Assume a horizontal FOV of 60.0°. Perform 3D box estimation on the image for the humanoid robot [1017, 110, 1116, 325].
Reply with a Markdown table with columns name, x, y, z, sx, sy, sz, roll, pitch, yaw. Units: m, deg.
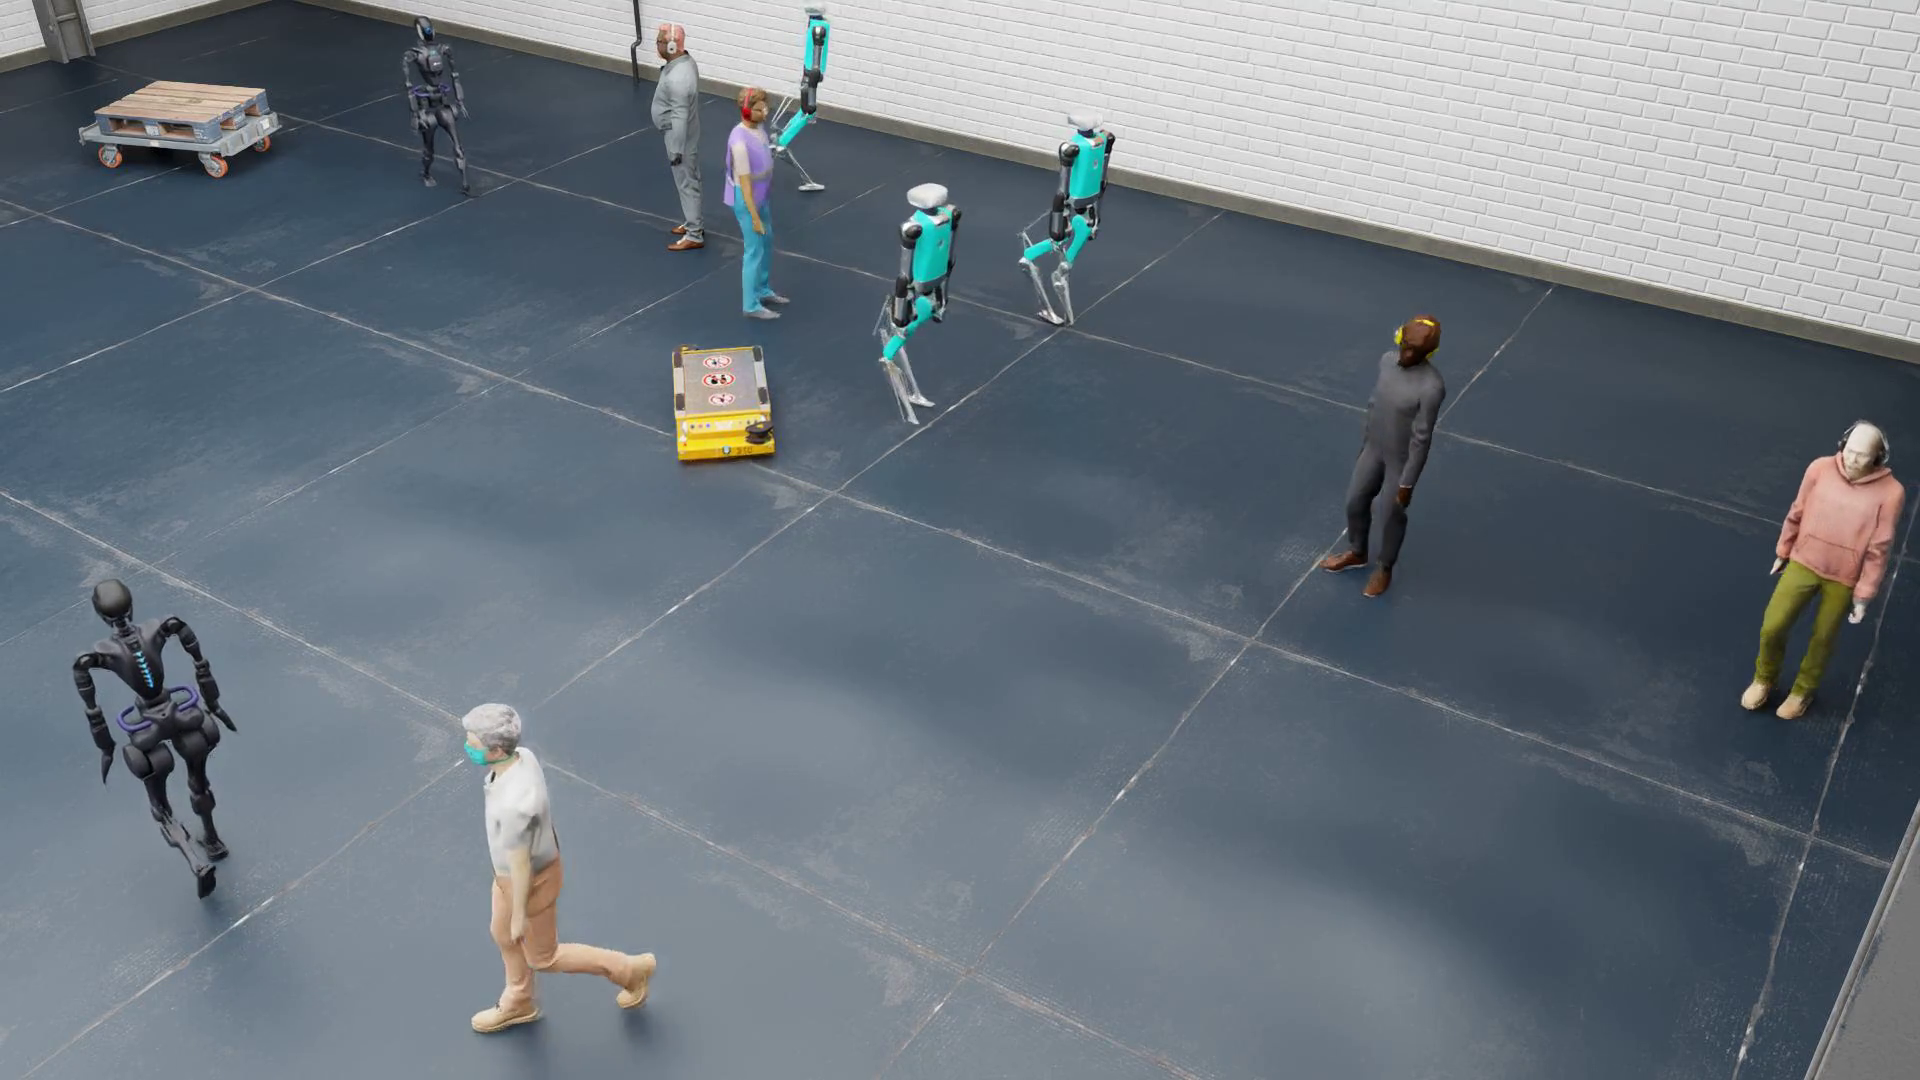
| name | x | y | z | sx | sy | sz | roll | pitch | yaw |
| --- | --- | --- | --- | --- | --- | --- | --- | --- | --- |
| humanoid robot | 0.751 | -2.427 | 12.736 | 0.539 | 1.840 | 0.753 | -28 | 42 | -36 |

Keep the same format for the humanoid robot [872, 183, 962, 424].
| name | x | y | z | sx | sy | sz | roll | pitch | yaw |
| --- | --- | --- | --- | --- | --- | --- | --- | --- | --- |
| humanoid robot | -0.391 | -1.634 | 11.445 | 0.731 | 1.788 | 0.537 | 24 | 40 | 33 |

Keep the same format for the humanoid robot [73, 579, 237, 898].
| name | x | y | z | sx | sy | sz | roll | pitch | yaw |
| --- | --- | --- | --- | --- | --- | --- | --- | --- | --- |
| humanoid robot | -3.601 | 0.890 | 7.577 | 0.598 | 1.633 | 0.560 | -26 | 41 | -34 |

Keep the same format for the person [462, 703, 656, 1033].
| name | x | y | z | sx | sy | sz | roll | pitch | yaw |
| --- | --- | --- | --- | --- | --- | --- | --- | --- | --- |
| person | -1.713 | 1.360 | 6.796 | 0.731 | 1.721 | 0.477 | -12 | 35 | -17 |

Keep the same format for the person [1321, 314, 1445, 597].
| name | x | y | z | sx | sy | sz | roll | pitch | yaw |
| --- | --- | --- | --- | --- | --- | --- | --- | --- | --- |
| person | 2.491 | -0.478 | 9.542 | 0.394 | 1.853 | 0.561 | -18 | 37 | -25 |

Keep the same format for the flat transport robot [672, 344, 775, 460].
| name | x | y | z | sx | sy | sz | roll | pitch | yaw |
| --- | --- | --- | --- | --- | --- | --- | --- | --- | --- |
| flat transport robot | -1.696 | -1.008 | 11.825 | 0.659 | 0.231 | 1.431 | -5 | 33 | -8 |

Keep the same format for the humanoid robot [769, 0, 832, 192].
| name | x | y | z | sx | sy | sz | roll | pitch | yaw |
| --- | --- | --- | --- | --- | --- | --- | --- | --- | --- |
| humanoid robot | -1.595 | -3.976 | 15.144 | 0.902 | 1.829 | 0.569 | -3 | 33 | -5 |

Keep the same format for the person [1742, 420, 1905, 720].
| name | x | y | z | sx | sy | sz | roll | pitch | yaw |
| --- | --- | --- | --- | --- | --- | --- | --- | --- | --- |
| person | 4.447 | 0.174 | 8.556 | 0.543 | 1.819 | 0.525 | 25 | 40 | 34 |

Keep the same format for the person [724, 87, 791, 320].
| name | x | y | z | sx | sy | sz | roll | pitch | yaw |
| --- | --- | --- | --- | --- | --- | --- | --- | --- | --- |
| person | -1.601 | -2.596 | 12.863 | 0.414 | 1.836 | 0.583 | 6 | 33 | 9 |

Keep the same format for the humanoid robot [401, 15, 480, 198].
| name | x | y | z | sx | sy | sz | roll | pitch | yaw |
| --- | --- | --- | --- | --- | --- | --- | --- | --- | --- |
| humanoid robot | -4.796 | -3.953 | 15.156 | 0.783 | 1.632 | 0.584 | 26 | 41 | 35 |

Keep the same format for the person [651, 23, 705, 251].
| name | x | y | z | sx | sy | sz | roll | pitch | yaw |
| --- | --- | --- | --- | --- | --- | --- | --- | --- | --- |
| person | -2.373 | -3.401 | 14.031 | 0.414 | 1.913 | 0.641 | -2 | 33 | -3 |
